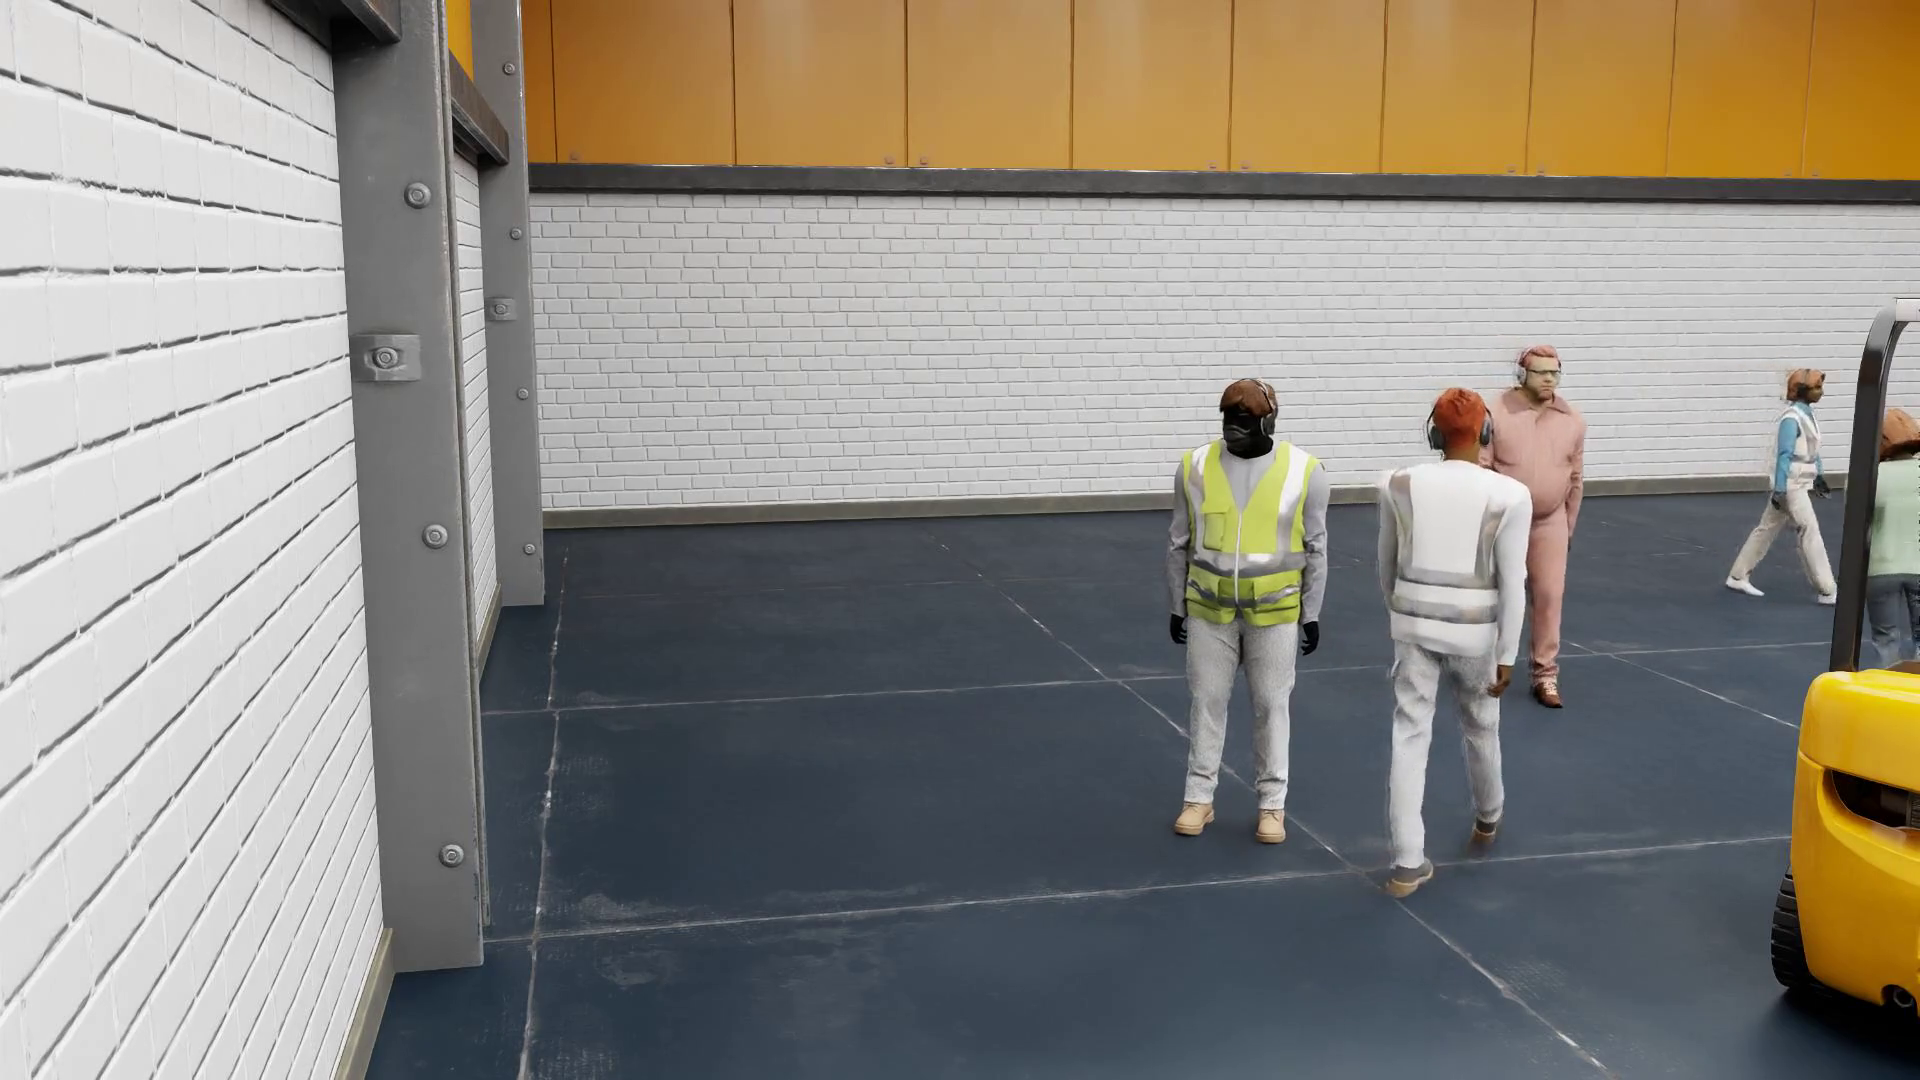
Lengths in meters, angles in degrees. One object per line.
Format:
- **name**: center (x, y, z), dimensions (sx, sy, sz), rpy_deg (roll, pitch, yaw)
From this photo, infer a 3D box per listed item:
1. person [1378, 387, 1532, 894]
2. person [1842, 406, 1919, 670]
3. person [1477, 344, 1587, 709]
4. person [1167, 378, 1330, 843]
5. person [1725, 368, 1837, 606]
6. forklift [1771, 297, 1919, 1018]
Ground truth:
- **person**: center (1.849, 0.340, 6.267), dimensions (0.562, 1.823, 0.983), rpy_deg (4, 10, 25)
- **person**: center (4.468, 0.181, 7.855), dimensions (0.570, 1.609, 0.513), rpy_deg (3, 10, 19)
- **person**: center (3.006, -0.118, 8.902), dimensions (0.634, 1.873, 0.942), rpy_deg (1, 9, 4)
- **person**: center (1.122, 0.281, 6.577), dimensions (0.627, 1.840, 0.429), rpy_deg (3, 10, 18)
- **person**: center (5.655, -0.366, 11.256), dimensions (0.856, 1.593, 0.524), rpy_deg (6, 11, 33)
- **forklift**: center (3.542, 0.334, 5.177), dimensions (2.313, 2.155, 1.214), rpy_deg (-9, 13, -43)
